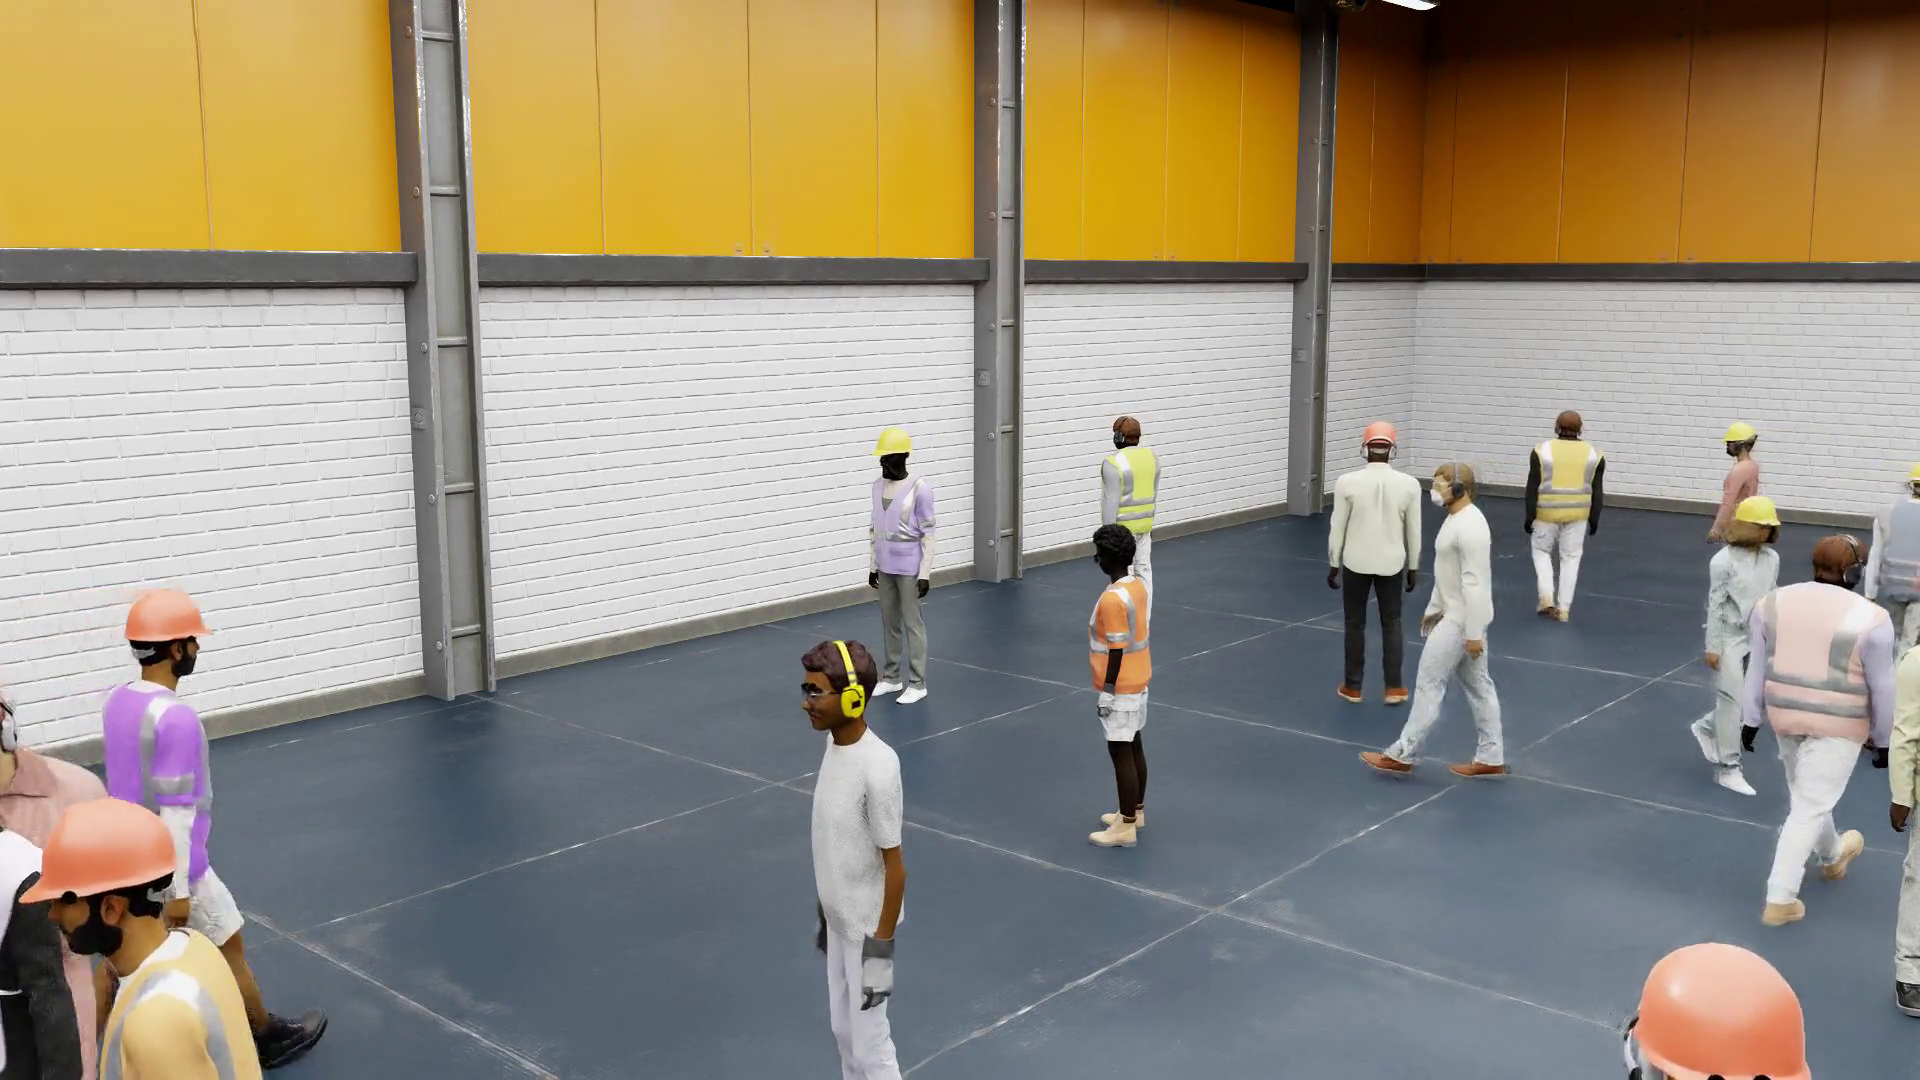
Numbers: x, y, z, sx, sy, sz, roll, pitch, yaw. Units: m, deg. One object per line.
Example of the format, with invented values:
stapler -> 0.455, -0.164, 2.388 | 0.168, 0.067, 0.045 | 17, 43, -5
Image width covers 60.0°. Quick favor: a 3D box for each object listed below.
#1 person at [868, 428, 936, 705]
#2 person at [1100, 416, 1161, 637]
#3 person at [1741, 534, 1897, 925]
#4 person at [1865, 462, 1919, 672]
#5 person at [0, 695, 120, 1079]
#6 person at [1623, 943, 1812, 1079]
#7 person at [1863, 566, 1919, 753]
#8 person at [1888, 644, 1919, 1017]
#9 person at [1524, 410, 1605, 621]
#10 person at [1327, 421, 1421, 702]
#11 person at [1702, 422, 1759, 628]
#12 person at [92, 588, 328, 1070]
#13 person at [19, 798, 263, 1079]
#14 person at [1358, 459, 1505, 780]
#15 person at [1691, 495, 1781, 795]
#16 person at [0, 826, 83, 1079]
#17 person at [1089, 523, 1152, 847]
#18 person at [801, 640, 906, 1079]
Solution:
person -> -0.436, 0.179, 11.588 | 0.378, 1.925, 0.594 | -9, 13, -44
person -> 1.350, -0.086, 13.521 | 0.624, 1.845, 0.430 | -8, 12, -43
person -> 4.074, 0.857, 7.794 | 1.012, 1.781, 0.630 | -5, 11, -31
person -> 6.344, 0.341, 11.032 | 0.933, 1.787, 0.615 | -5, 11, -30
person -> -2.684, 1.310, 4.665 | 0.712, 1.871, 0.821 | -4, 10, -25
person -> 1.177, 1.565, 2.765 | 0.622, 1.974, 0.770 | 1, 9, 5
person -> 5.853, 0.459, 10.016 | 0.967, 1.856, 0.681 | 5, 10, 26
person -> 4.038, 1.013, 6.650 | 0.600, 1.832, 0.404 | 1, 9, 7
person -> 5.196, -0.210, 14.343 | 0.658, 1.826, 0.460 | 1, 9, 9
person -> 2.866, 0.163, 11.560 | 0.633, 1.973, 0.437 | 0, 9, 1
person -> 6.467, -0.104, 13.907 | 0.360, 1.763, 0.542 | 7, 11, 37
person -> -2.822, 1.108, 5.911 | 0.559, 1.880, 1.053 | 6, 11, 35
person -> -1.721, 1.475, 3.564 | 0.943, 1.885, 0.554 | -3, 9, -17
person -> 2.810, 0.477, 9.804 | 0.943, 1.895, 0.628 | 3, 9, 16
person -> 4.505, 0.583, 9.698 | 0.494, 1.733, 0.535 | -3, 10, -19
person -> -2.554, 1.367, 4.408 | 0.591, 1.853, 0.955 | 4, 10, 26
person -> 0.835, 0.755, 8.706 | 0.320, 1.692, 0.538 | 3, 10, 19
person -> -0.338, 1.224, 5.227 | 0.310, 1.864, 0.534 | -4, 10, -23
